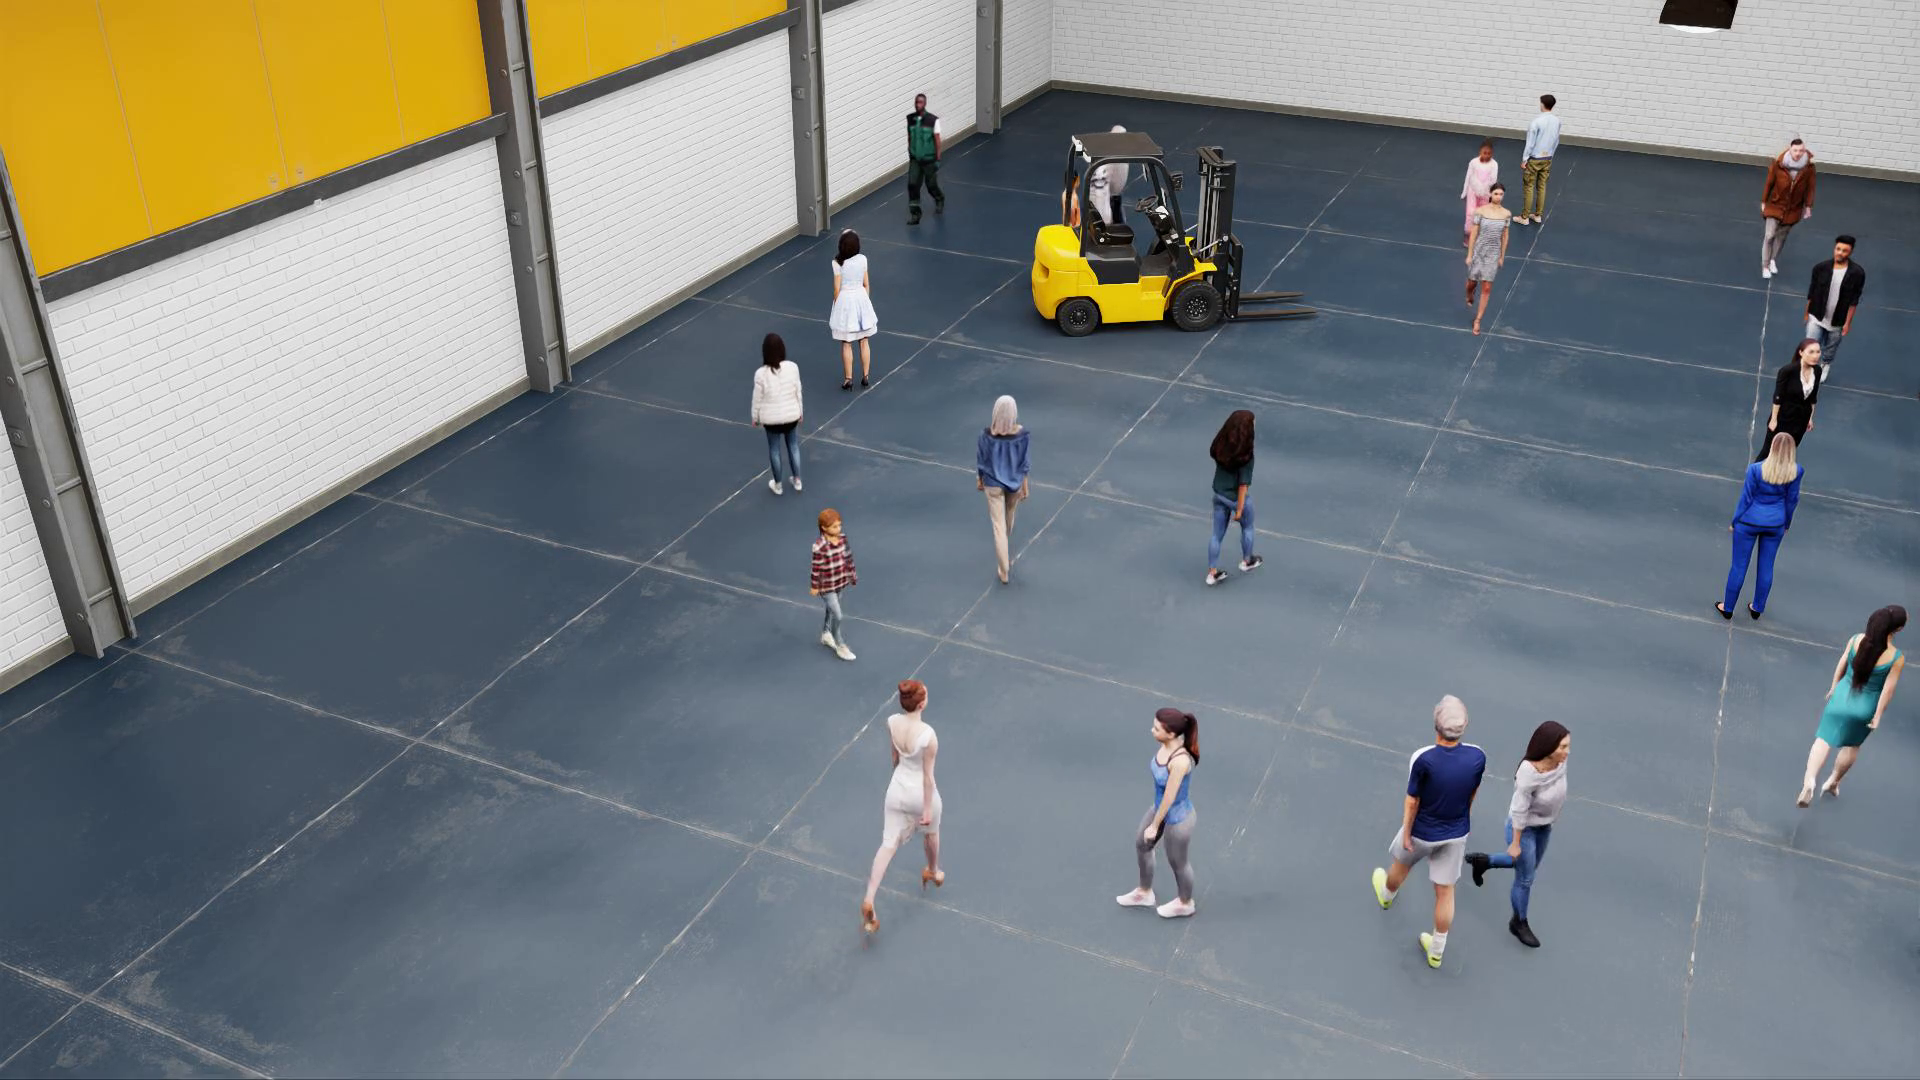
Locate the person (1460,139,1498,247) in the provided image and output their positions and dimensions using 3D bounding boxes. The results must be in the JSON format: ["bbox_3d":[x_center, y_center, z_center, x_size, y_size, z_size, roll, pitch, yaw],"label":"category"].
[{"bbox_3d":[7.070,-4.759,22.661,0.674,1.429,0.935,10,30,17],"label":"person"}]

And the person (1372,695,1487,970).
[{"bbox_3d":[2.957,1.833,10.183,0.957,1.806,1.148,-1,29,-2],"label":"person"}]

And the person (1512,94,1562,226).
[{"bbox_3d":[8.117,-5.334,23.323,0.742,1.805,0.813,-11,31,-20],"label":"person"}]

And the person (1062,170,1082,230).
[{"bbox_3d":[1.362,-3.996,21.247,0.952,1.444,0.895,-10,30,-17],"label":"person"}]

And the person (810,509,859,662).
[{"bbox_3d":[-1.087,0.312,13.506,0.708,1.292,0.699,22,36,35],"label":"person"}]

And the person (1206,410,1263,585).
[{"bbox_3d":[2.288,-0.345,14.400,0.957,1.590,0.789,-23,36,-36],"label":"person"}]

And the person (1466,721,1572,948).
[{"bbox_3d":[3.517,1.785,10.476,0.961,1.610,0.929,-19,34,-30],"label":"person"}]

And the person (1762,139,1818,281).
[{"bbox_3d":[10.580,-4.265,21.379,0.877,1.790,1.146,5,29,9],"label":"person"}]

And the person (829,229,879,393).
[{"bbox_3d":[-1.170,-2.498,18.107,0.857,1.820,0.918,-10,30,-18],"label":"person"}]

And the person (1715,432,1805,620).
[{"bbox_3d":[6.678,-0.117,13.868,0.690,1.699,0.655,3,29,5],"label":"person"}]

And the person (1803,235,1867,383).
[{"bbox_3d":[9.475,-2.455,18.074,0.816,1.776,1.174,18,33,30],"label":"person"}]

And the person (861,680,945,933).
[{"bbox_3d":[-0.379,1.697,10.489,0.746,1.752,1.142,20,35,32],"label":"person"}]

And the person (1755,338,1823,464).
[{"bbox_3d":[7.867,-1.141,15.785,0.694,1.662,0.726,-5,29,-9],"label":"person"}]

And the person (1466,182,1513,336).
[{"bbox_3d":[6.205,-3.361,19.700,0.750,1.809,0.940,4,29,8],"label":"person"}]

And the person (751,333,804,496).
[{"bbox_3d":[-1.722,-1.190,15.903,0.727,1.635,0.797,-12,31,-20],"label":"person"}]

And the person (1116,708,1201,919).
[{"bbox_3d":[1.421,1.748,10.562,0.814,1.592,0.782,-4,29,-8],"label":"person"}]

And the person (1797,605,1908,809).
[{"bbox_3d":[6.148,1.200,11.494,0.741,1.661,0.964,24,37,37],"label":"person"}]

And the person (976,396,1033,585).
[{"bbox_3d":[0.384,-0.408,14.459,0.997,1.644,1.188,-4,29,-7],"label":"person"}]

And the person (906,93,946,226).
[{"bbox_3d":[-0.471,-5.378,23.400,0.688,1.807,1.152,11,31,20],"label":"person"}]
